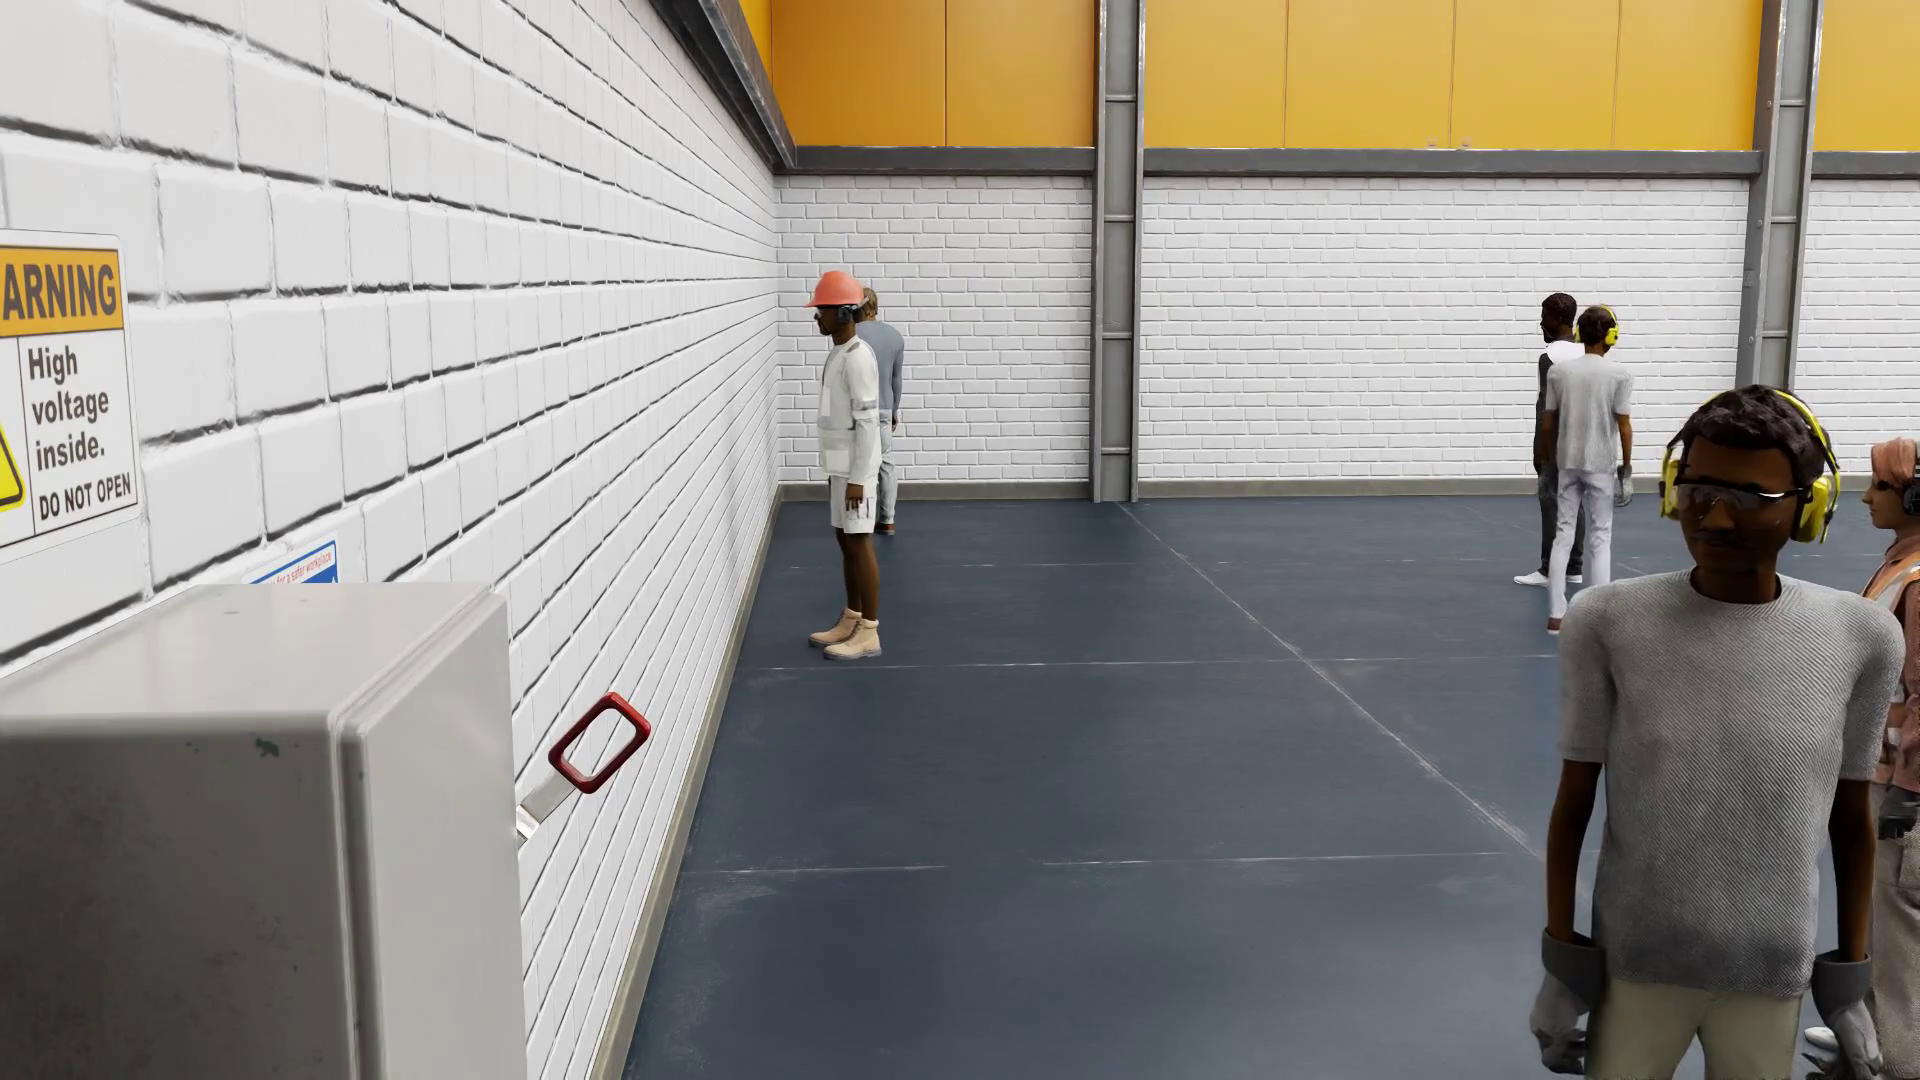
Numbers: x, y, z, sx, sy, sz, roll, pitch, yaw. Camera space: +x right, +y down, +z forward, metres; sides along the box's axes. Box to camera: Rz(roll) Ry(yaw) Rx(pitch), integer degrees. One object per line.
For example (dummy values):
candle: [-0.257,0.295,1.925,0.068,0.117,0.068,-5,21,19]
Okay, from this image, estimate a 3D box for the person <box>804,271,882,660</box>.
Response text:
person: [-0.613,-0.388,8.787,0.396,2.044,0.609,-3,9,-16]

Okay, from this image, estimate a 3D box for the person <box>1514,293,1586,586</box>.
person: [3.909,-0.641,10.805,0.587,1.911,0.397,-9,12,-43]

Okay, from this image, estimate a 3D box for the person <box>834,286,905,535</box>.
person: [-0.714,-0.977,12.815,0.631,1.939,0.372,-8,12,-41]

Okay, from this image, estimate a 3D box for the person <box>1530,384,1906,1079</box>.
person: [1.165,0.688,2.593,0.515,1.866,0.333,2,9,11]

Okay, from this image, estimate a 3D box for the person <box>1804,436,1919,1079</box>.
person: [2.298,0.564,4.075,0.307,1.639,0.525,4,10,24]

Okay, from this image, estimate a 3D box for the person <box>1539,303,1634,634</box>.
person: [3.517,-0.384,9.326,0.531,1.867,0.320,8,12,41]
